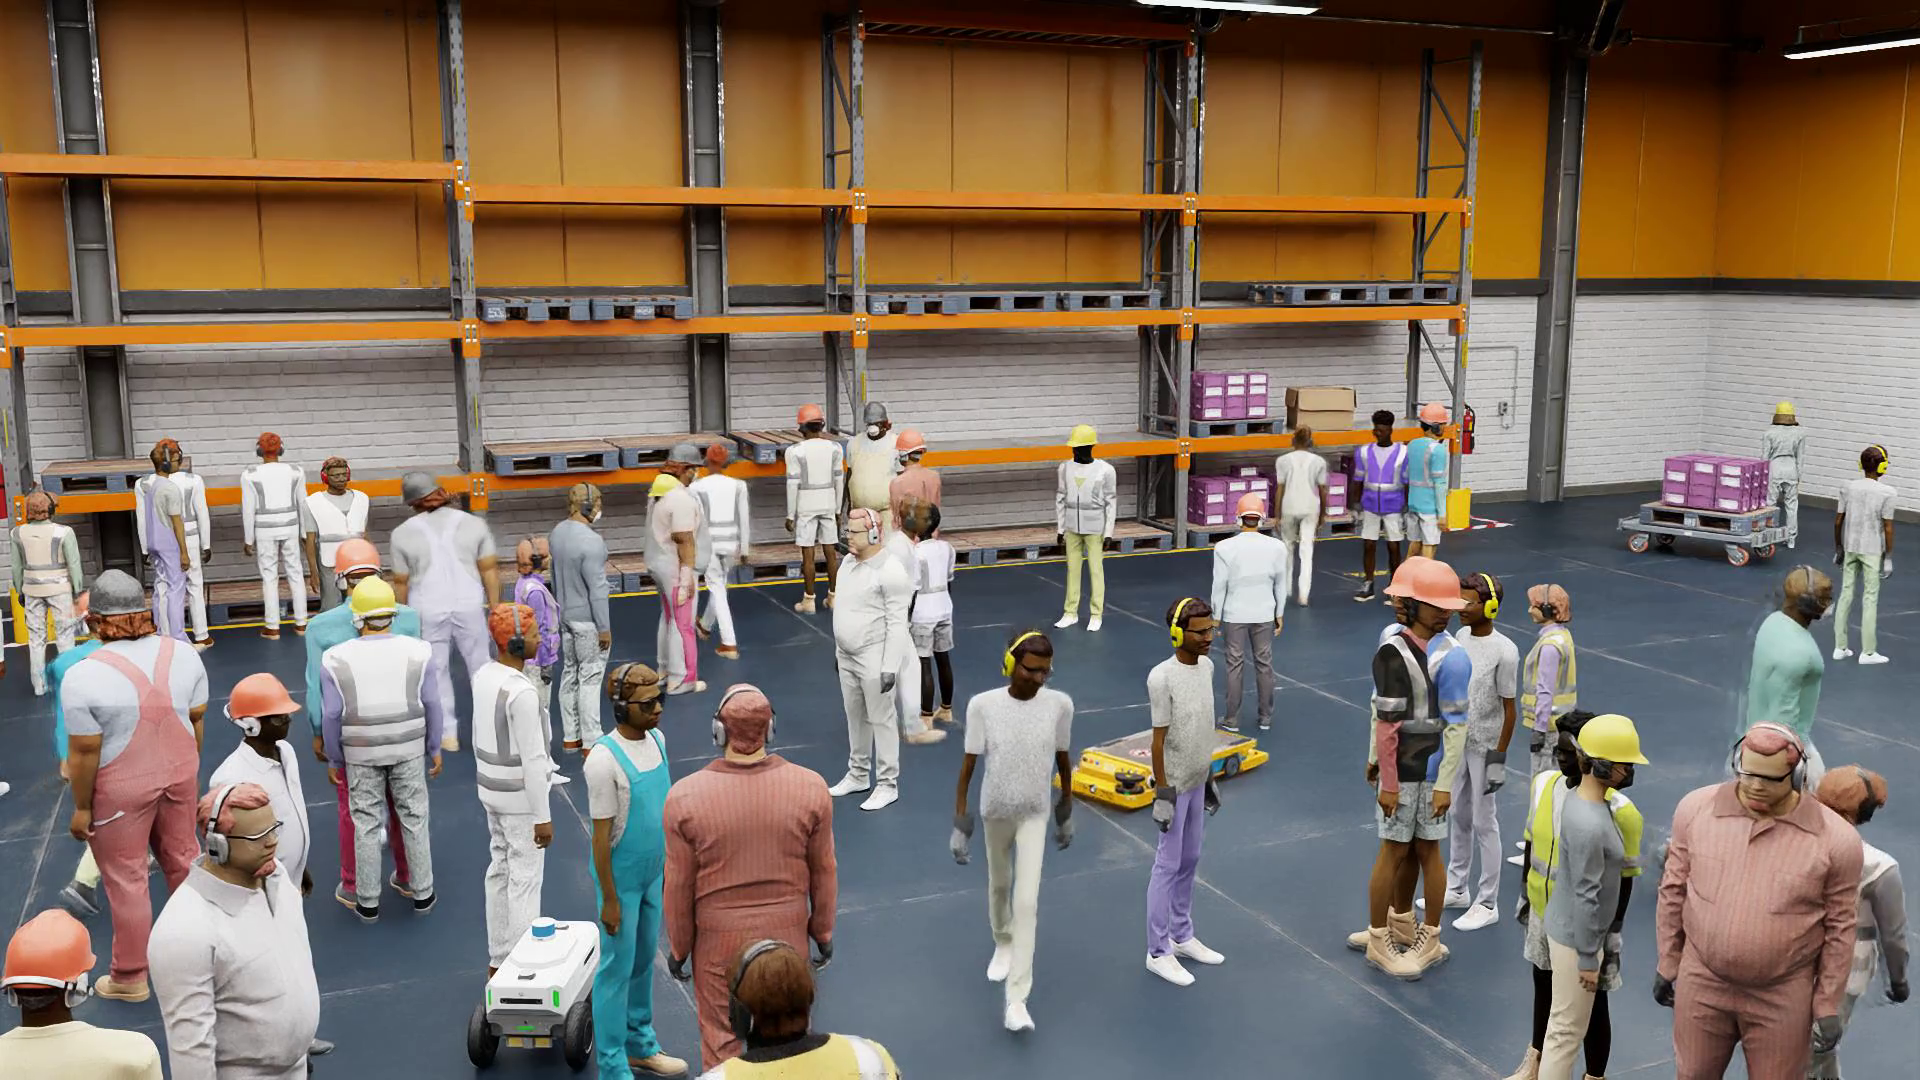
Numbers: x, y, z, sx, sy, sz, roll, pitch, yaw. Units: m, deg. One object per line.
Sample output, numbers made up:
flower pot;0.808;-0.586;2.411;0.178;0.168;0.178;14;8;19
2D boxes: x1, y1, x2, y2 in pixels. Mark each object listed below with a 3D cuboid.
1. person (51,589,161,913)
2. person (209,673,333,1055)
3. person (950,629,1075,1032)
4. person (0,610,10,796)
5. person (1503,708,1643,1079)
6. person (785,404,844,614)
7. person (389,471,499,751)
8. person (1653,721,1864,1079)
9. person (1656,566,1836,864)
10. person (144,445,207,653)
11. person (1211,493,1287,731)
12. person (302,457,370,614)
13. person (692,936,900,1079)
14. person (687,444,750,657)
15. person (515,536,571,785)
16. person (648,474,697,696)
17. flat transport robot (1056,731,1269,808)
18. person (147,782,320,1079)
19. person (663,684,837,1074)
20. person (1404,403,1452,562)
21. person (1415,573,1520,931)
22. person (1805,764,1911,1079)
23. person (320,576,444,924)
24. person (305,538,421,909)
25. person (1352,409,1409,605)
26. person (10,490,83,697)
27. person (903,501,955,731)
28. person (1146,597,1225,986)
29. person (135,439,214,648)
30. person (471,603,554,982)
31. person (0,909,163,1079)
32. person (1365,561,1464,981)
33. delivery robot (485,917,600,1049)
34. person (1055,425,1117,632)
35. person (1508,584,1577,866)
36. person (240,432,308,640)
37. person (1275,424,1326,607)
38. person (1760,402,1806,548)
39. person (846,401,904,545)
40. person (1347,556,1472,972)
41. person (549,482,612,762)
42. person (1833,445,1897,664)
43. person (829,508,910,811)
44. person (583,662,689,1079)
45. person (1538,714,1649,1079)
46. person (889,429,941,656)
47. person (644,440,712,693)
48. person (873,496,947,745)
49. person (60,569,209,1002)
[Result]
person;-4.622;1.114;8.979;0.549;1.704;0.849;2;10;11
person;-2.910;1.421;7.038;0.318;1.756;0.559;0;10;2
person;0.245;1.290;7.671;0.550;1.797;1.019;1;10;4
person;-6.379;0.738;10.513;0.600;1.917;0.376;-4;11;-22
person;2.469;1.507;6.717;0.321;1.697;0.529;-6;11;-30
person;-1.423;-0.299;16.136;0.606;2.041;0.399;-6;11;-29
person;-3.635;0.460;11.764;0.752;2.000;0.564;-5;11;-25
person;2.758;1.559;5.839;0.636;1.902;0.406;7;12;35
person;4.240;1.055;8.737;0.899;1.906;0.623;2;10;14
person;-6.879;0.086;14.480;0.514;1.844;0.328;7;12;36
person;2.106;0.526;12.211;0.572;1.749;0.342;-1;10;-8
person;-5.083;0.232;13.635;0.387;1.846;0.566;8;13;39
person;-0.490;1.883;4.299;0.634;1.787;0.966;-5;11;-29
person;-2.180;0.065;14.621;0.587;1.823;1.026;-7;12;-34
person;-2.789;0.794;10.981;0.307;1.645;0.518;-4;11;-24
person;-2.279;0.350;13.198;0.329;1.765;0.525;-5;11;-27
flat transport robot;1.363;1.464;11.073;1.431;0.197;0.652;-9;13;-43
person;-2.191;1.671;5.174;0.402;1.906;0.652;1;10;4
person;-0.790;1.479;6.283;0.651;1.906;0.409;-2;10;-14
person;4.569;-0.318;16.237;0.385;2.045;0.605;-3;10;-16
person;2.660;1.086;8.650;0.329;1.872;0.508;-4;10;-20
person;3.301;1.632;6.292;0.854;1.595;0.508;-4;10;-20
person;-3.014;1.093;8.713;0.600;1.833;0.404;-4;11;-22
person;-3.180;0.977;8.936;0.613;1.988;0.405;-6;11;-30
person;4.219;-0.328;16.550;0.634;1.959;0.369;6;11;30
person;-7.176;0.428;13.105;0.523;1.638;0.310;0;10;-3
person;-0.239;0.562;12.167;0.320;1.695;0.537;8;12;38
person;1.097;1.191;8.045;0.328;1.872;0.513;7;12;37
person;-6.865;0.054;14.562;0.573;1.882;0.355;-3;10;-18
person;-2.079;1.223;7.819;0.342;1.882;0.587;-8;13;-38
person;-2.426;1.857;4.538;0.573;1.749;0.343;-3;10;-17
person;2.236;1.099;8.077;0.386;2.039;0.615;9;13;42
delivery robot;-1.838;1.918;7.372;0.477;0.478;0.707;0;10;2
person;1.155;-0.113;15.400;0.589;1.923;0.383;6;11;30
person;3.361;1.055;9.518;0.312;1.632;0.527;4;11;24
person;-6.198;-0.040;15.093;0.585;1.882;0.337;-8;13;-38
person;3.396;-0.251;16.605;0.512;1.802;0.935;2;10;11
person;9.751;-0.774;19.767;0.484;1.735;0.343;1;10;7
person;-0.858;-0.393;16.676;0.683;2.000;0.535;4;11;20
person;2.198;1.087;8.133;0.368;2.048;0.608;-5;11;-25
person;-2.593;0.559;11.496;0.358;1.933;0.636;-8;13;-39
person;7.720;0.121;14.206;0.333;1.872;0.515;-6;11;-31
person;-0.603;0.742;10.523;0.410;1.909;0.642;-8;13;-39
person;-1.343;1.404;6.884;0.351;1.846;0.506;3;10;19
person;2.431;1.529;6.428;0.338;1.761;0.525;4;10;20
person;-0.407;0.048;14.266;0.391;1.995;0.613;8;12;38
person;-2.239;0.197;13.279;0.538;2.000;0.714;-5;11;-27
person;-0.446;0.581;11.824;0.677;1.798;0.510;-1;10;-8
person;-3.916;1.139;7.850;0.536;2.000;0.676;6;12;31
